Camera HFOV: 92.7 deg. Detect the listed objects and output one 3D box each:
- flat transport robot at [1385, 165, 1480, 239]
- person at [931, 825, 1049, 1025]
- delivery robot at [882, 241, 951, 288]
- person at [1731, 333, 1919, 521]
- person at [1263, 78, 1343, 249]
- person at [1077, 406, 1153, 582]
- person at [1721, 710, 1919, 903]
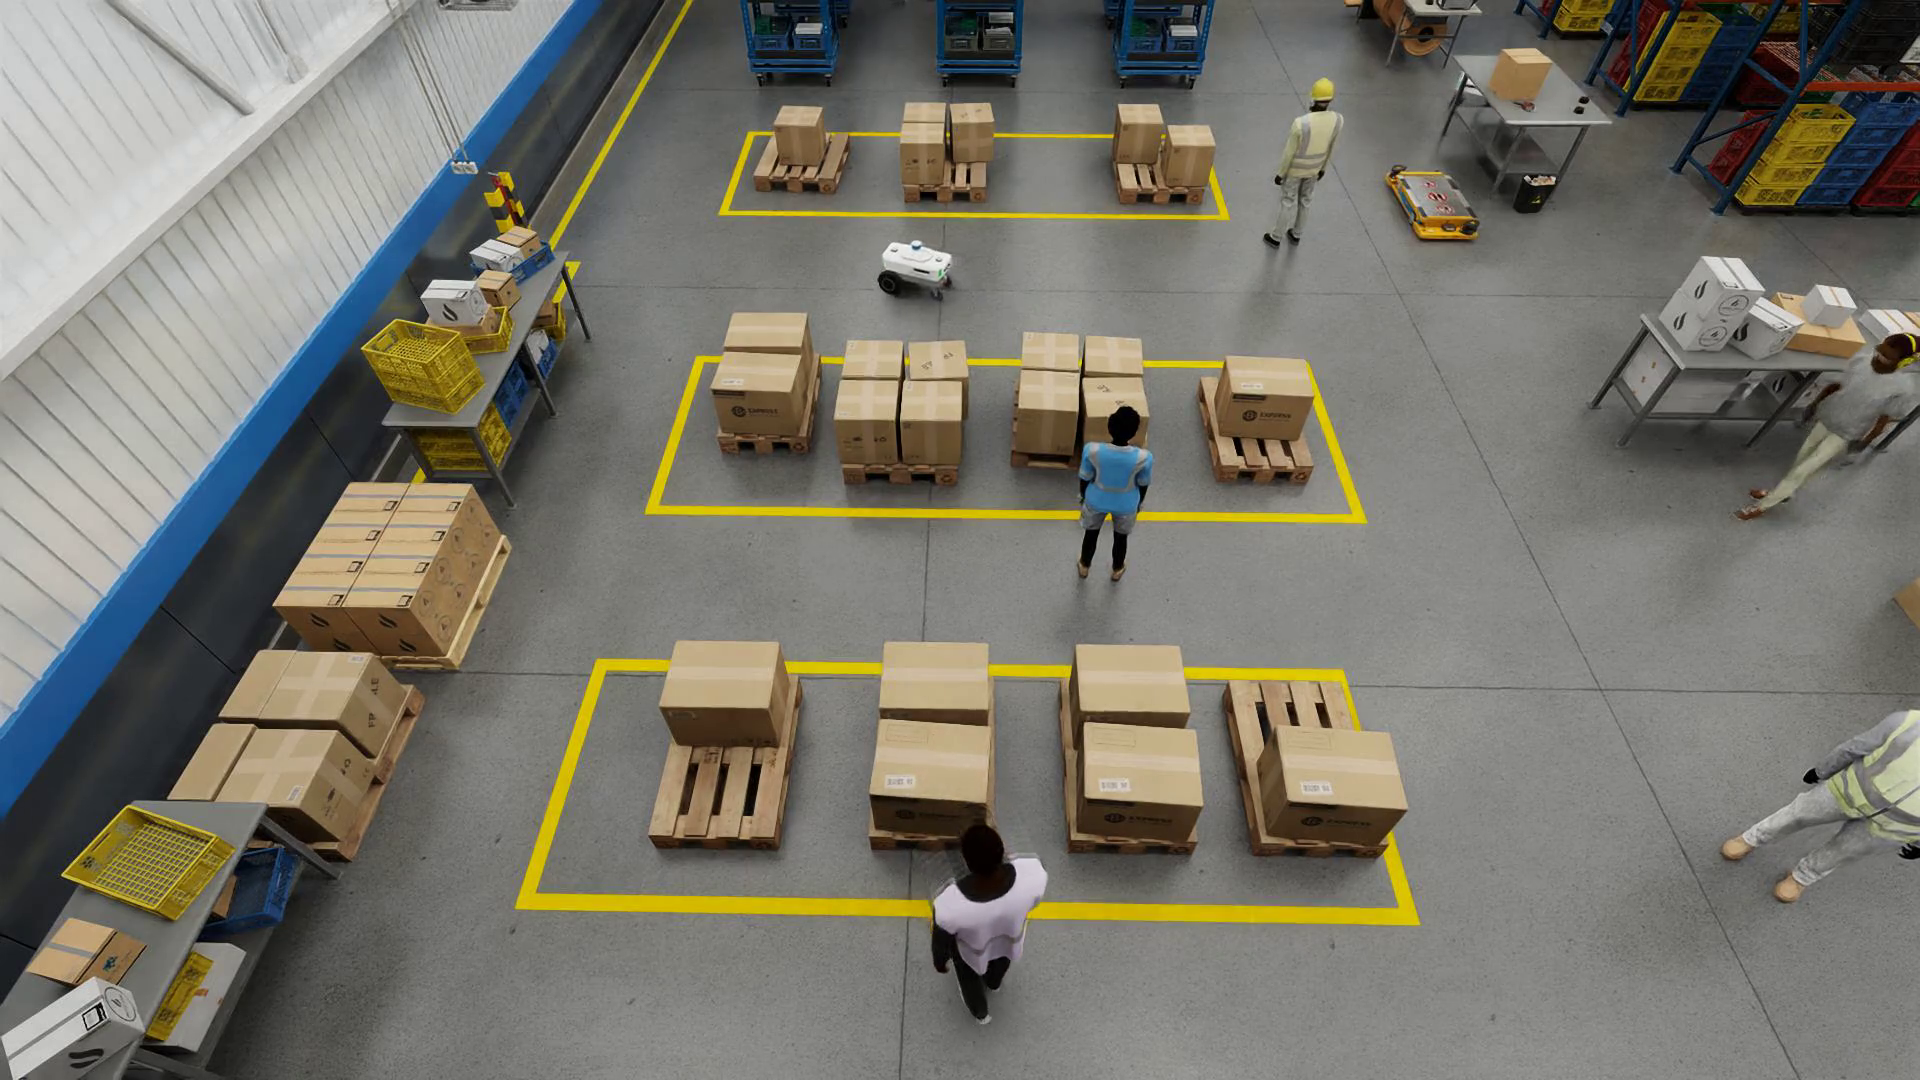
[{"bbox_3d":[5.692,-4.094,11.059,0.652,0.197,1.431,1,49,1],"label":"flat transport robot"},{"bbox_3d":[0.151,2.027,4.694,0.614,1.895,0.573,-14,51,-12],"label":"person"},{"bbox_3d":[-0.461,-2.975,9.844,0.707,0.478,0.477,16,51,14],"label":"delivery robot"},{"bbox_3d":[6.861,-0.866,7.255,0.702,1.832,0.564,-6,49,-5],"label":"person"},{"bbox_3d":[3.743,-4.083,10.025,0.599,1.827,0.403,-11,50,-10],"label":"person"},{"bbox_3d":[1.129,-0.309,6.844,0.531,1.698,0.320,9,50,8],"label":"person"},{"bbox_3d":[5.164,1.505,5.180,0.429,1.842,0.637,-27,54,-21],"label":"person"}]
